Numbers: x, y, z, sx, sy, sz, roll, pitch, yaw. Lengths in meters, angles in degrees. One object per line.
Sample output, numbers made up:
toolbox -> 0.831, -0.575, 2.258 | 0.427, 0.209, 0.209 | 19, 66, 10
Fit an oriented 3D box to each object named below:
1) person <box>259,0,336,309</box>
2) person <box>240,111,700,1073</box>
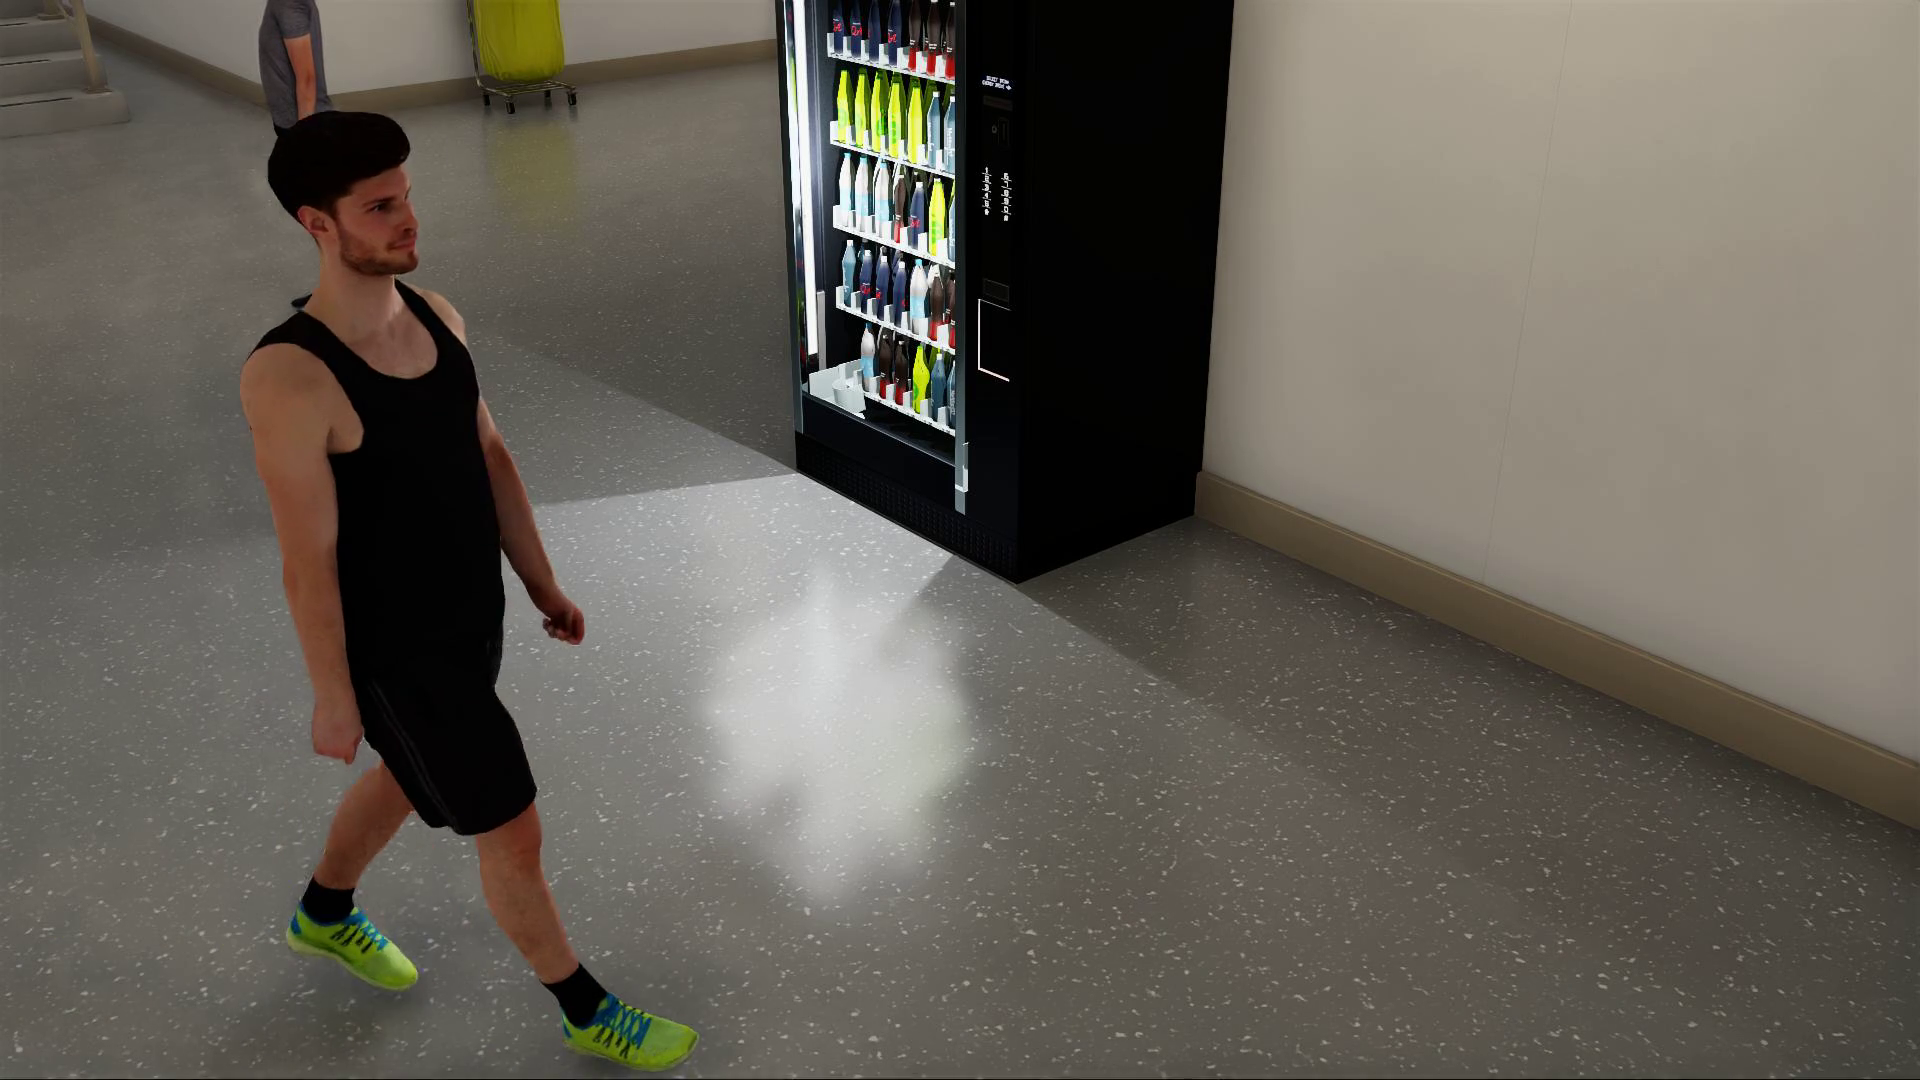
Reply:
person -> -2.893, -1.838, 7.353 | 0.730, 1.753, 0.579 | -11, 28, -21
person -> -1.068, 0.162, 3.093 | 1.255, 1.851, 1.139 | 5, 26, 10
